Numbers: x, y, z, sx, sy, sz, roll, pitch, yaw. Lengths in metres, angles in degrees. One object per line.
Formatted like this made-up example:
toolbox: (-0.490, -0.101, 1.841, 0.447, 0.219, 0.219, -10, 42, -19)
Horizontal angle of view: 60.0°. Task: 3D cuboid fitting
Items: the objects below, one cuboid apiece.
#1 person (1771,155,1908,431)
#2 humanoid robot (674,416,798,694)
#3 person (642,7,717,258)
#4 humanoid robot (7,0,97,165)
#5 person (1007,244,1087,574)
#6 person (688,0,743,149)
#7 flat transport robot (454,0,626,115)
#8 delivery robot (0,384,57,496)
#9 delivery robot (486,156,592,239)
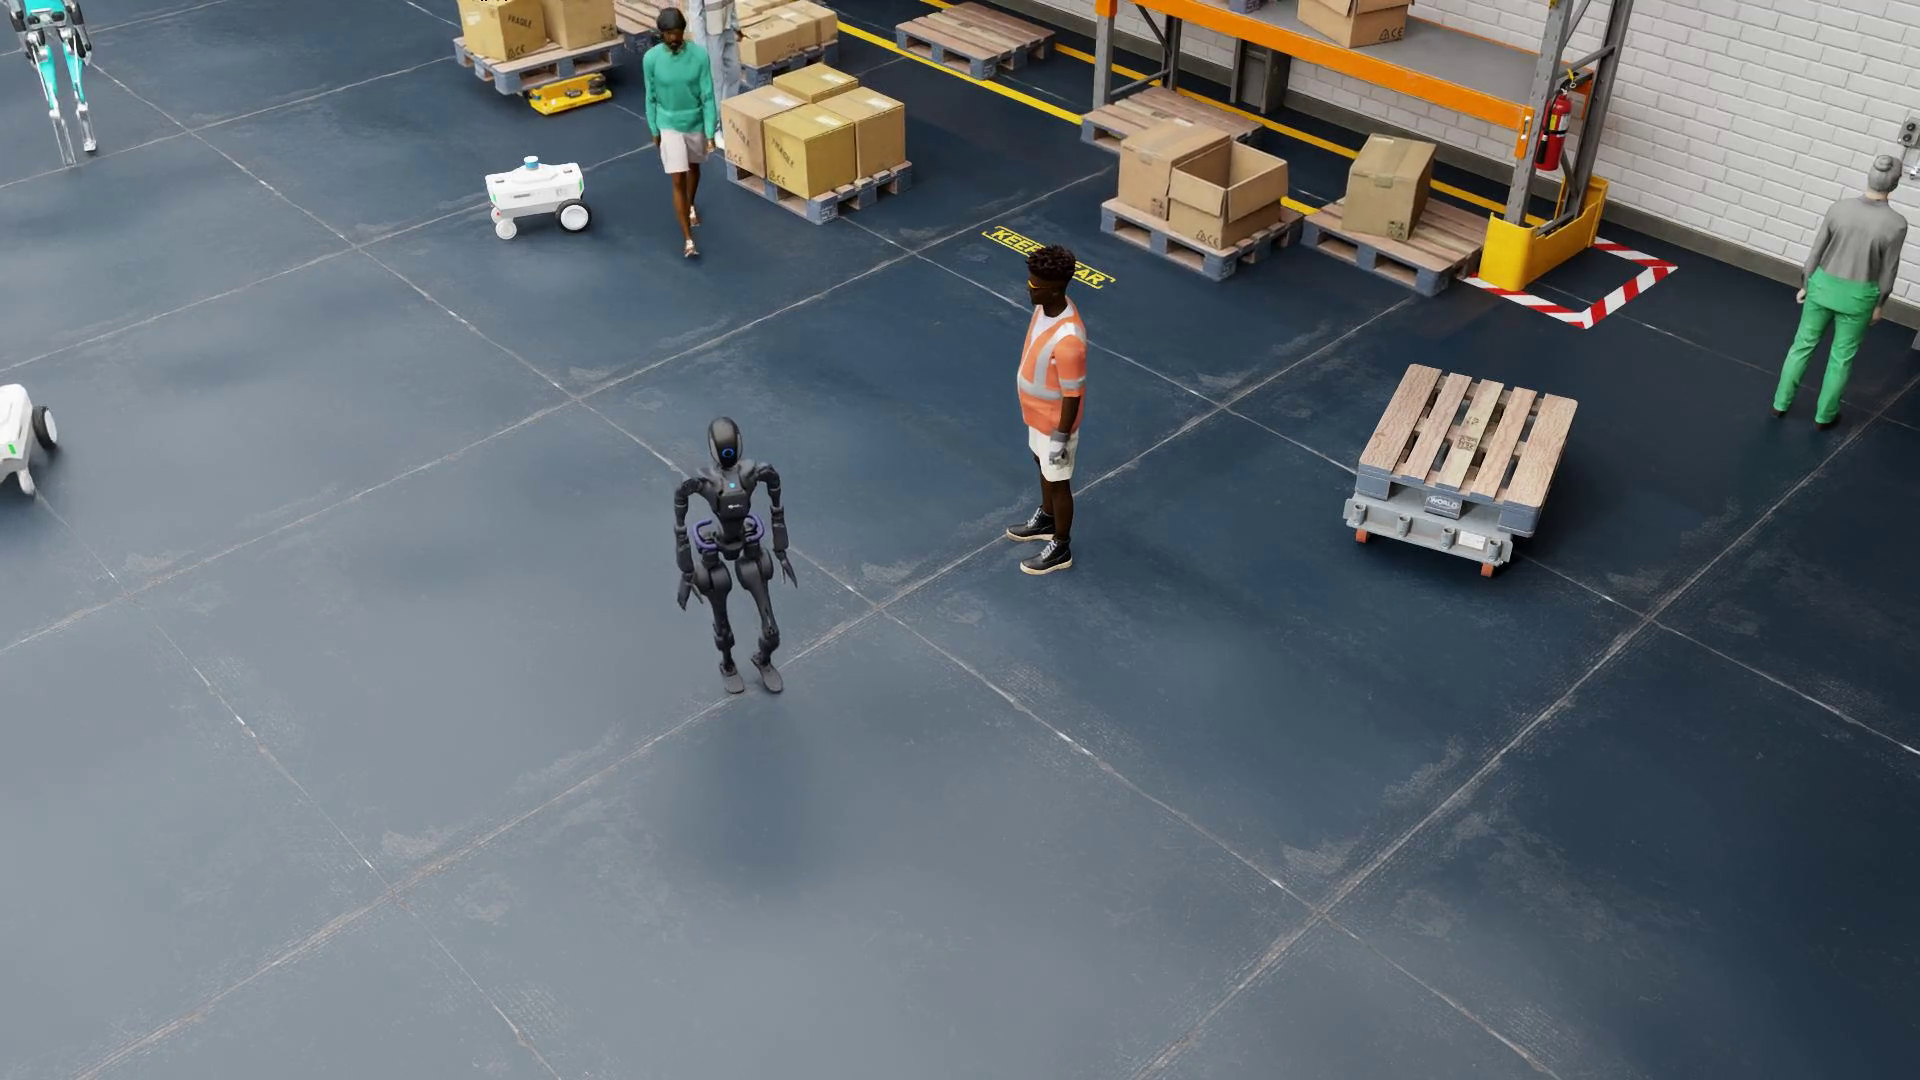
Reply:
person: (5.448, -1.529, 10.257, 0.512, 1.838, 0.345, 28, 45, 32)
humanoid robot: (-1.124, 0.099, 8.227, 0.599, 1.648, 0.379, -13, 39, -17)
person: (-2.040, -3.034, 12.285, 0.495, 1.794, 0.993, -10, 38, -13)
humanoid robot: (-7.360, -3.872, 13.534, 0.546, 1.898, 0.762, -10, 38, -13)
person: (0.486, -0.705, 9.060, 0.361, 1.964, 0.612, -7, 38, -9)
person: (-2.016, -4.176, 13.706, 0.417, 1.903, 0.614, 15, 40, 19)
flat transport robot: (-3.805, -4.245, 15.152, 0.659, 0.231, 1.431, -25, 44, -29)
delivery robot: (-5.864, -0.630, 10.139, 0.499, 0.606, 0.807, -11, 39, -15)
delivery robot: (-3.244, -2.657, 12.825, 0.813, 0.609, 0.499, -12, 39, -16)
